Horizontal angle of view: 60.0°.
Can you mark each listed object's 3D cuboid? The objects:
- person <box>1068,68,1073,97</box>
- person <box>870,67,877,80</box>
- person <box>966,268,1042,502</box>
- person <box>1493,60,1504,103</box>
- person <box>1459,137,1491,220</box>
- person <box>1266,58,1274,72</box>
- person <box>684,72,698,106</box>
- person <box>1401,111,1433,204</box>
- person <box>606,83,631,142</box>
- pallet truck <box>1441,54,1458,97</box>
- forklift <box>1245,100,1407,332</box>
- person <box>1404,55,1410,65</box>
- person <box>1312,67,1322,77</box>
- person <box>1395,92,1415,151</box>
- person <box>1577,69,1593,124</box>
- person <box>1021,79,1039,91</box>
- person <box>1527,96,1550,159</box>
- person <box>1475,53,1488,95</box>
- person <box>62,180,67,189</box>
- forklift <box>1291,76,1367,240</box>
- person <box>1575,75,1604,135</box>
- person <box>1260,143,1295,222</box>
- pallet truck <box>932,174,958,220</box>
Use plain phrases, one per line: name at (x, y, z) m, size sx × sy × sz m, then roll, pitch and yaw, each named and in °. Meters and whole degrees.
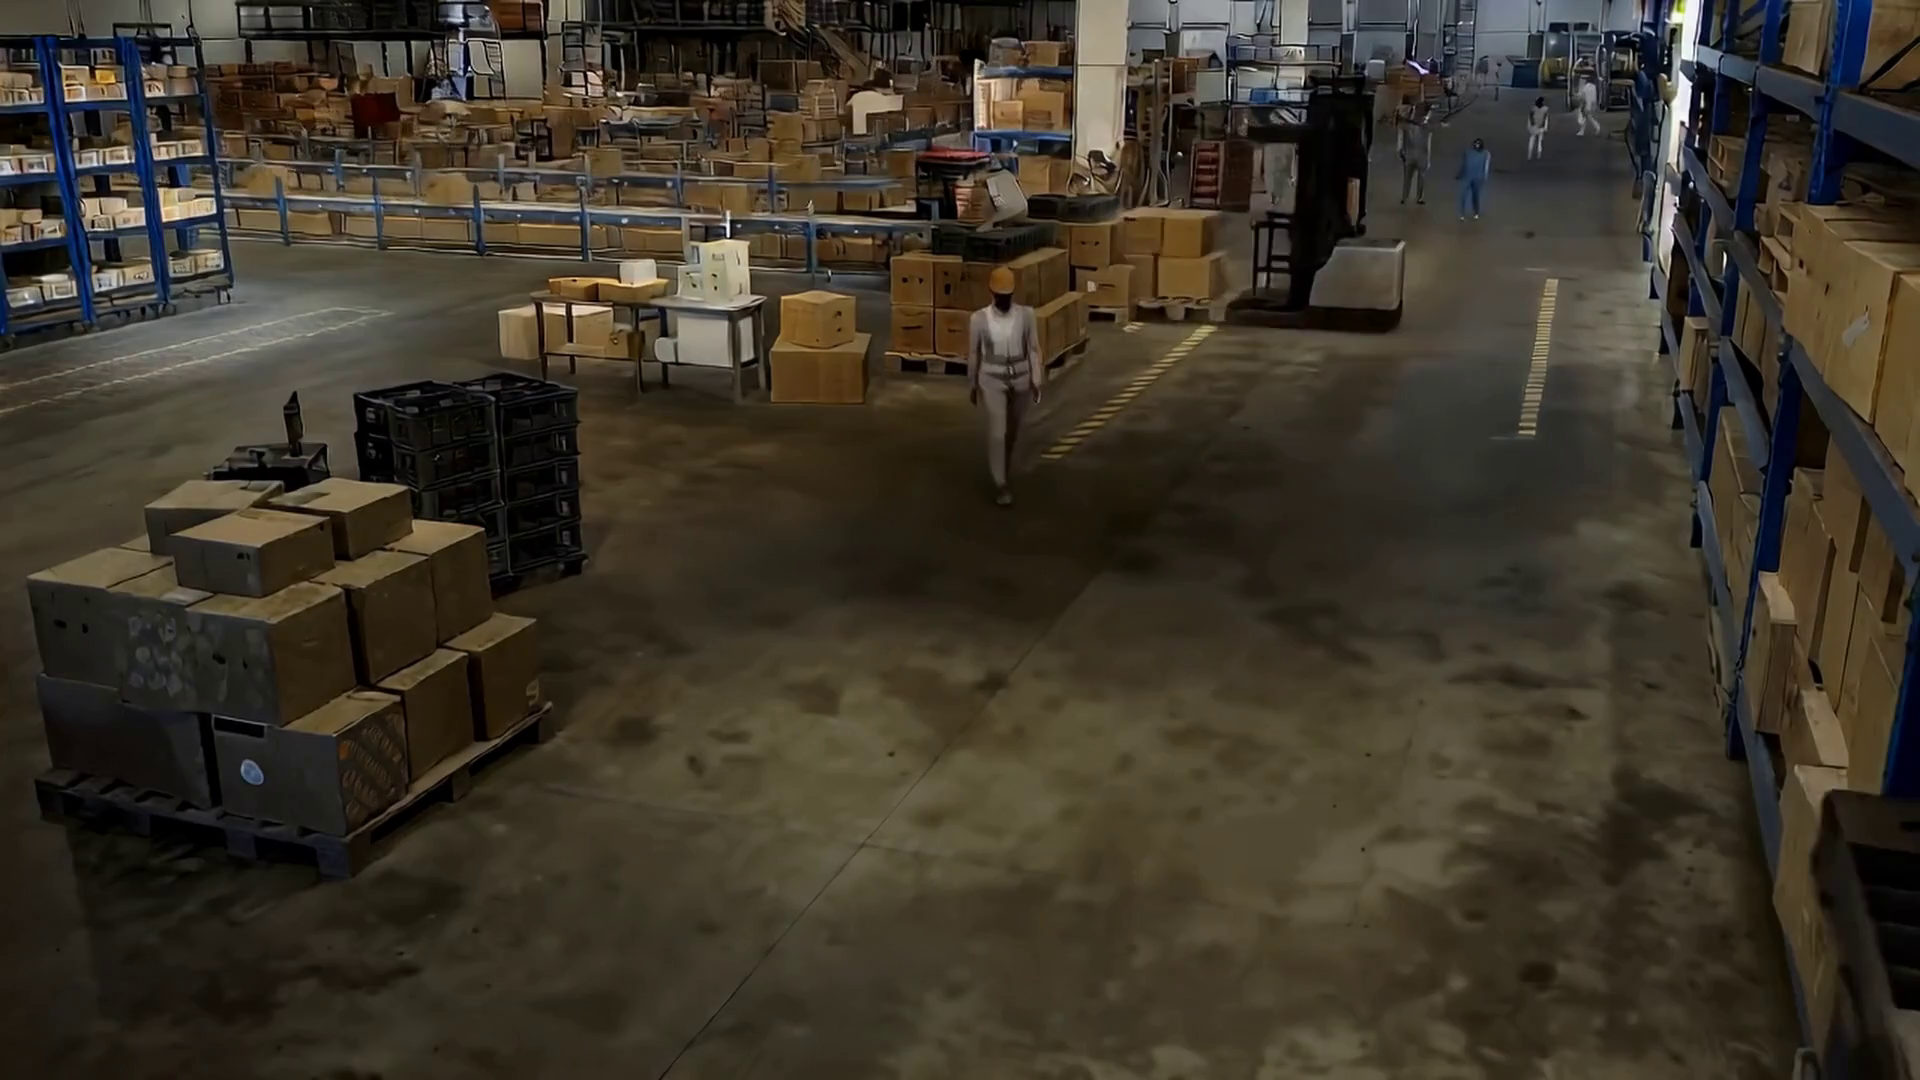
person at (4.583, -18.426, 67.502) m, size 1.049 × 1.991 × 0.625 m, roll 6°, pitch 19°, yaw 18°
person at (-3.269, -17.417, 64.555) m, size 0.884 × 1.855 × 0.584 m, roll 10°, pitch 20°, yaw 28°
person at (0.357, -1.346, 13.968) m, size 0.603 × 1.913 × 0.924 m, roll -4°, pitch 18°, yaw -13°
person at (23.953, -20.390, 73.910) m, size 0.429 × 1.844 × 0.627 m, roll 2°, pitch 18°, yaw 7°
person at (9.970, -6.979, 32.179) m, size 0.510 × 1.574 × 0.875 m, roll 10°, pitch 20°, yaw 30°
person at (16.700, -25.342, 89.423) m, size 0.596 × 1.883 × 0.934 m, roll -7°, pitch 19°, yaw -20°
person at (-10.197, -16.898, 63.125) m, size 0.532 × 1.725 × 0.883 m, roll -10°, pitch 20°, yaw -30°
person at (9.617, -8.056, 35.070) m, size 0.643 × 1.901 × 0.396 m, roll 5°, pitch 18°, yaw 16°
person at (-10.375, -12.932, 50.520) m, size 0.989 × 1.815 × 0.531 m, roll 1°, pitch 18°, yaw 2°
pallet truck at (22.765, -21.886, 78.355) m, size 0.823 × 1.965 × 1.885 m, roll -4°, pitch 18°, yaw -14°
forklift at (4.740, -4.158, 21.220) m, size 1.873 × 2.768 × 1.129 m, roll 6°, pitch 19°, yaw 19°
person at (23.113, -24.193, 86.049) m, size 0.888 × 1.721 × 0.540 m, roll 6°, pitch 19°, yaw 18°
person at (15.302, -19.569, 71.299) m, size 0.521 × 1.864 × 0.335 m, roll -7°, pitch 19°, yaw -20°
person at (12.775, -11.992, 47.791) m, size 0.543 × 1.682 × 0.379 m, roll 5°, pitch 18°, yaw 15°
person at (22.494, -15.934, 59.776) m, size 0.399 × 1.928 × 0.542 m, roll 3°, pitch 18°, yaw 9°
person at (2.670, -17.099, 63.246) m, size 0.698 × 2.000 × 0.537 m, roll -3°, pitch 18°, yaw -10°
person at (15.925, -11.357, 45.794) m, size 0.539 × 1.684 × 0.321 m, roll 9°, pitch 20°, yaw 26°
person at (25.245, -22.514, 80.338) m, size 0.391 × 1.993 × 0.627 m, roll -5°, pitch 18°, yaw -14°
person at (-15.233, -5.764, 27.914) m, size 0.796 × 1.879 × 0.396 m, roll 12°, pitch 21°, yaw 34°
forklift at (6.598, -6.755, 29.381) m, size 1.129 × 2.768 × 1.873 m, roll 6°, pitch 19°, yaw 19°
person at (20.621, -14.166, 54.220) m, size 0.794 × 1.940 × 0.617 m, roll 14°, pitch 23°, yaw 38°
person at (6.165, -7.081, 32.137) m, size 0.627 × 1.806 × 0.770 m, roll 7°, pitch 19°, yaw 21°
pallet truck at (-0.507, -5.292, 27.348) m, size 0.653 × 1.274 × 1.630 m, roll 6°, pitch 19°, yaw 19°
